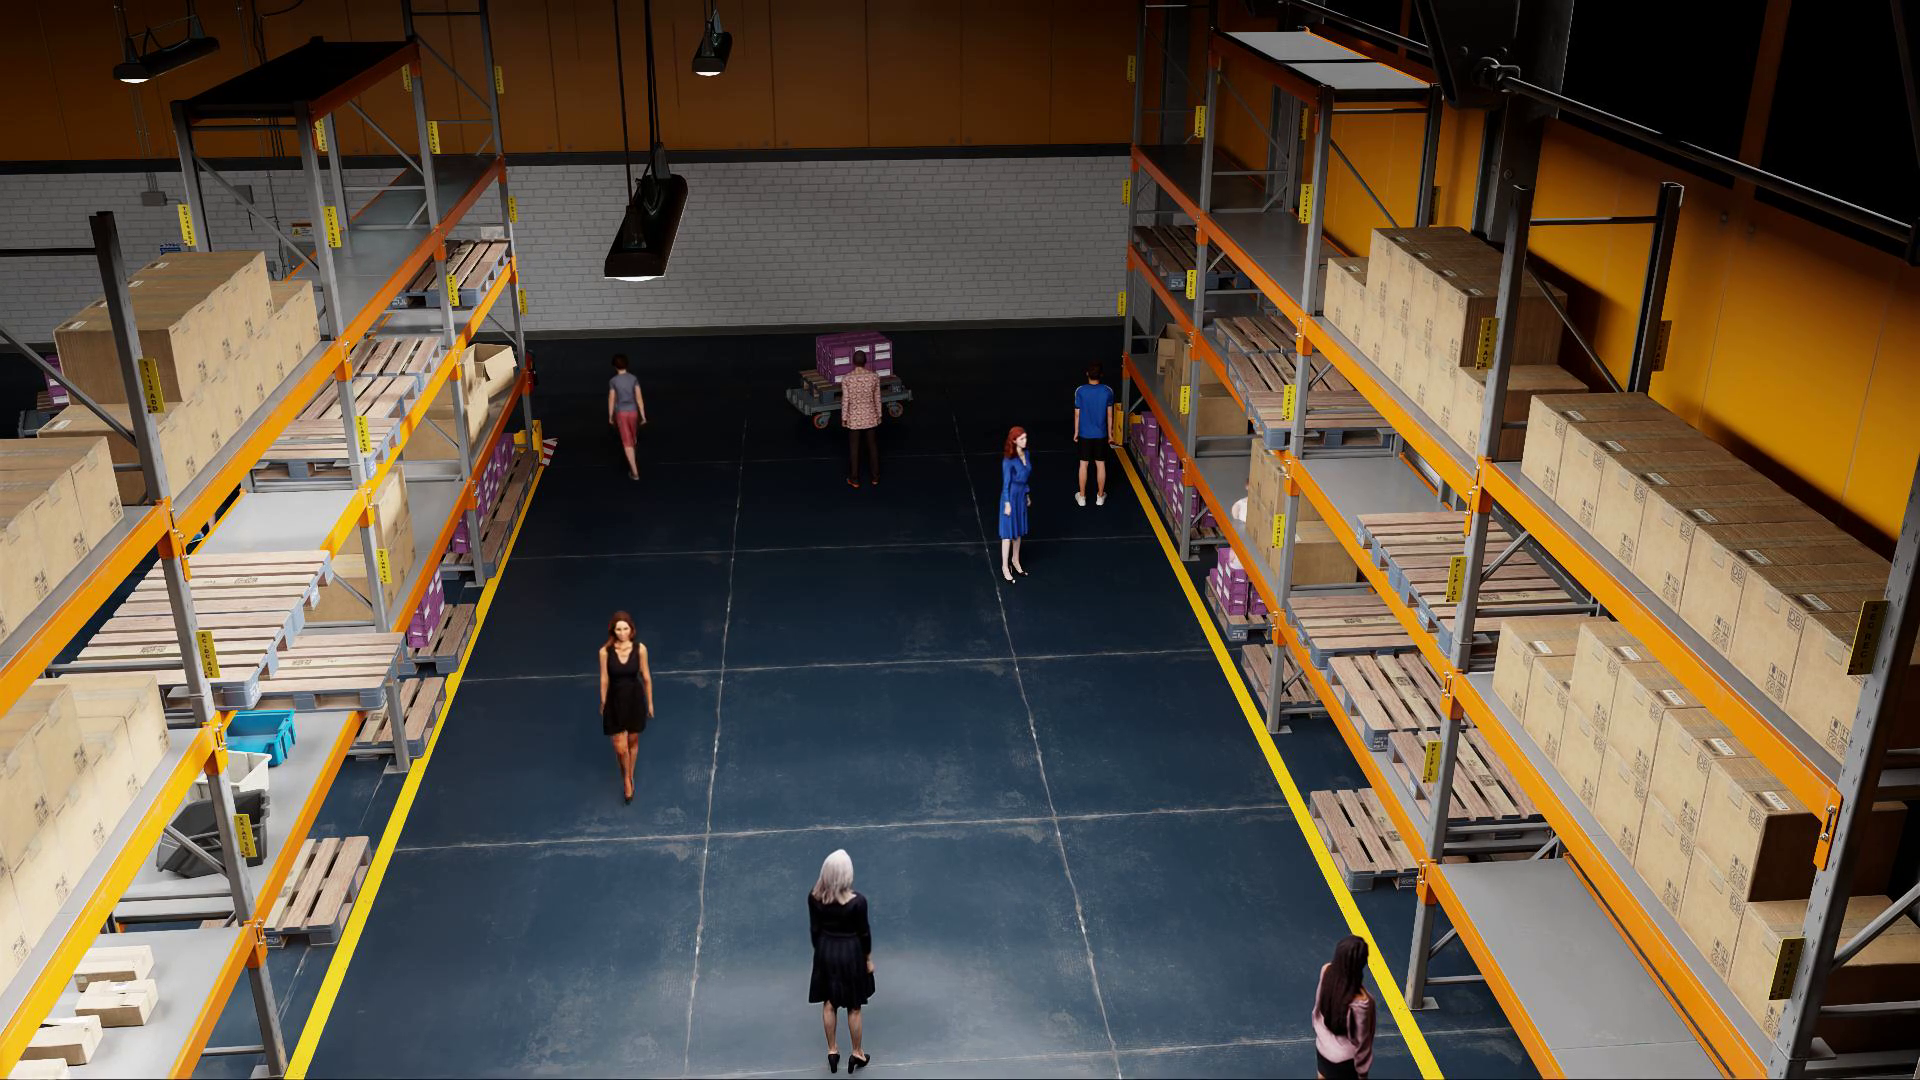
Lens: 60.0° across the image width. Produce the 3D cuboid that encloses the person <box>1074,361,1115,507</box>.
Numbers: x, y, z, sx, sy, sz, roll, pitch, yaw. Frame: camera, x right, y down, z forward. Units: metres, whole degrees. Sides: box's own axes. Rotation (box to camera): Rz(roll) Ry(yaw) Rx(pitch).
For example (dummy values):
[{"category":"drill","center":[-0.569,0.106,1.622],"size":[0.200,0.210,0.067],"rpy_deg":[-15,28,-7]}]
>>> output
[{"category":"person","center":[1.658,-1.342,20.752],"size":[0.647,1.866,0.574],"rpy_deg":[-1,24,-2]}]

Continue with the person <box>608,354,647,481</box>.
[{"category":"person","center":[-4.311,-1.558,21.580],"size":[0.878,1.597,1.212],"rpy_deg":[-11,26,-23]}]

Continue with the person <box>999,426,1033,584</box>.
[{"category":"person","center":[0.622,-0.415,18.678],"size":[0.769,1.828,0.709],"rpy_deg":[19,30,36]}]

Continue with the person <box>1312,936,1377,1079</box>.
[{"category":"person","center":[2.362,3.228,10.365],"size":[0.756,1.811,0.604],"rpy_deg":[-12,26,-25]}]

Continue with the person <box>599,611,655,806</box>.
[{"category":"person","center":[-2.915,1.425,14.475],"size":[0.677,1.822,0.707],"rpy_deg":[-8,25,-17]}]

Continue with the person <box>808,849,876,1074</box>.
[{"category":"person","center":[-0.806,2.855,11.299],"size":[0.671,1.746,0.663],"rpy_deg":[5,24,12]}]

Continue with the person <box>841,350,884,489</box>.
[{"category":"person","center":[-1.257,-1.556,21.314],"size":[0.732,1.808,0.648],"rpy_deg":[-6,24,-14]}]
